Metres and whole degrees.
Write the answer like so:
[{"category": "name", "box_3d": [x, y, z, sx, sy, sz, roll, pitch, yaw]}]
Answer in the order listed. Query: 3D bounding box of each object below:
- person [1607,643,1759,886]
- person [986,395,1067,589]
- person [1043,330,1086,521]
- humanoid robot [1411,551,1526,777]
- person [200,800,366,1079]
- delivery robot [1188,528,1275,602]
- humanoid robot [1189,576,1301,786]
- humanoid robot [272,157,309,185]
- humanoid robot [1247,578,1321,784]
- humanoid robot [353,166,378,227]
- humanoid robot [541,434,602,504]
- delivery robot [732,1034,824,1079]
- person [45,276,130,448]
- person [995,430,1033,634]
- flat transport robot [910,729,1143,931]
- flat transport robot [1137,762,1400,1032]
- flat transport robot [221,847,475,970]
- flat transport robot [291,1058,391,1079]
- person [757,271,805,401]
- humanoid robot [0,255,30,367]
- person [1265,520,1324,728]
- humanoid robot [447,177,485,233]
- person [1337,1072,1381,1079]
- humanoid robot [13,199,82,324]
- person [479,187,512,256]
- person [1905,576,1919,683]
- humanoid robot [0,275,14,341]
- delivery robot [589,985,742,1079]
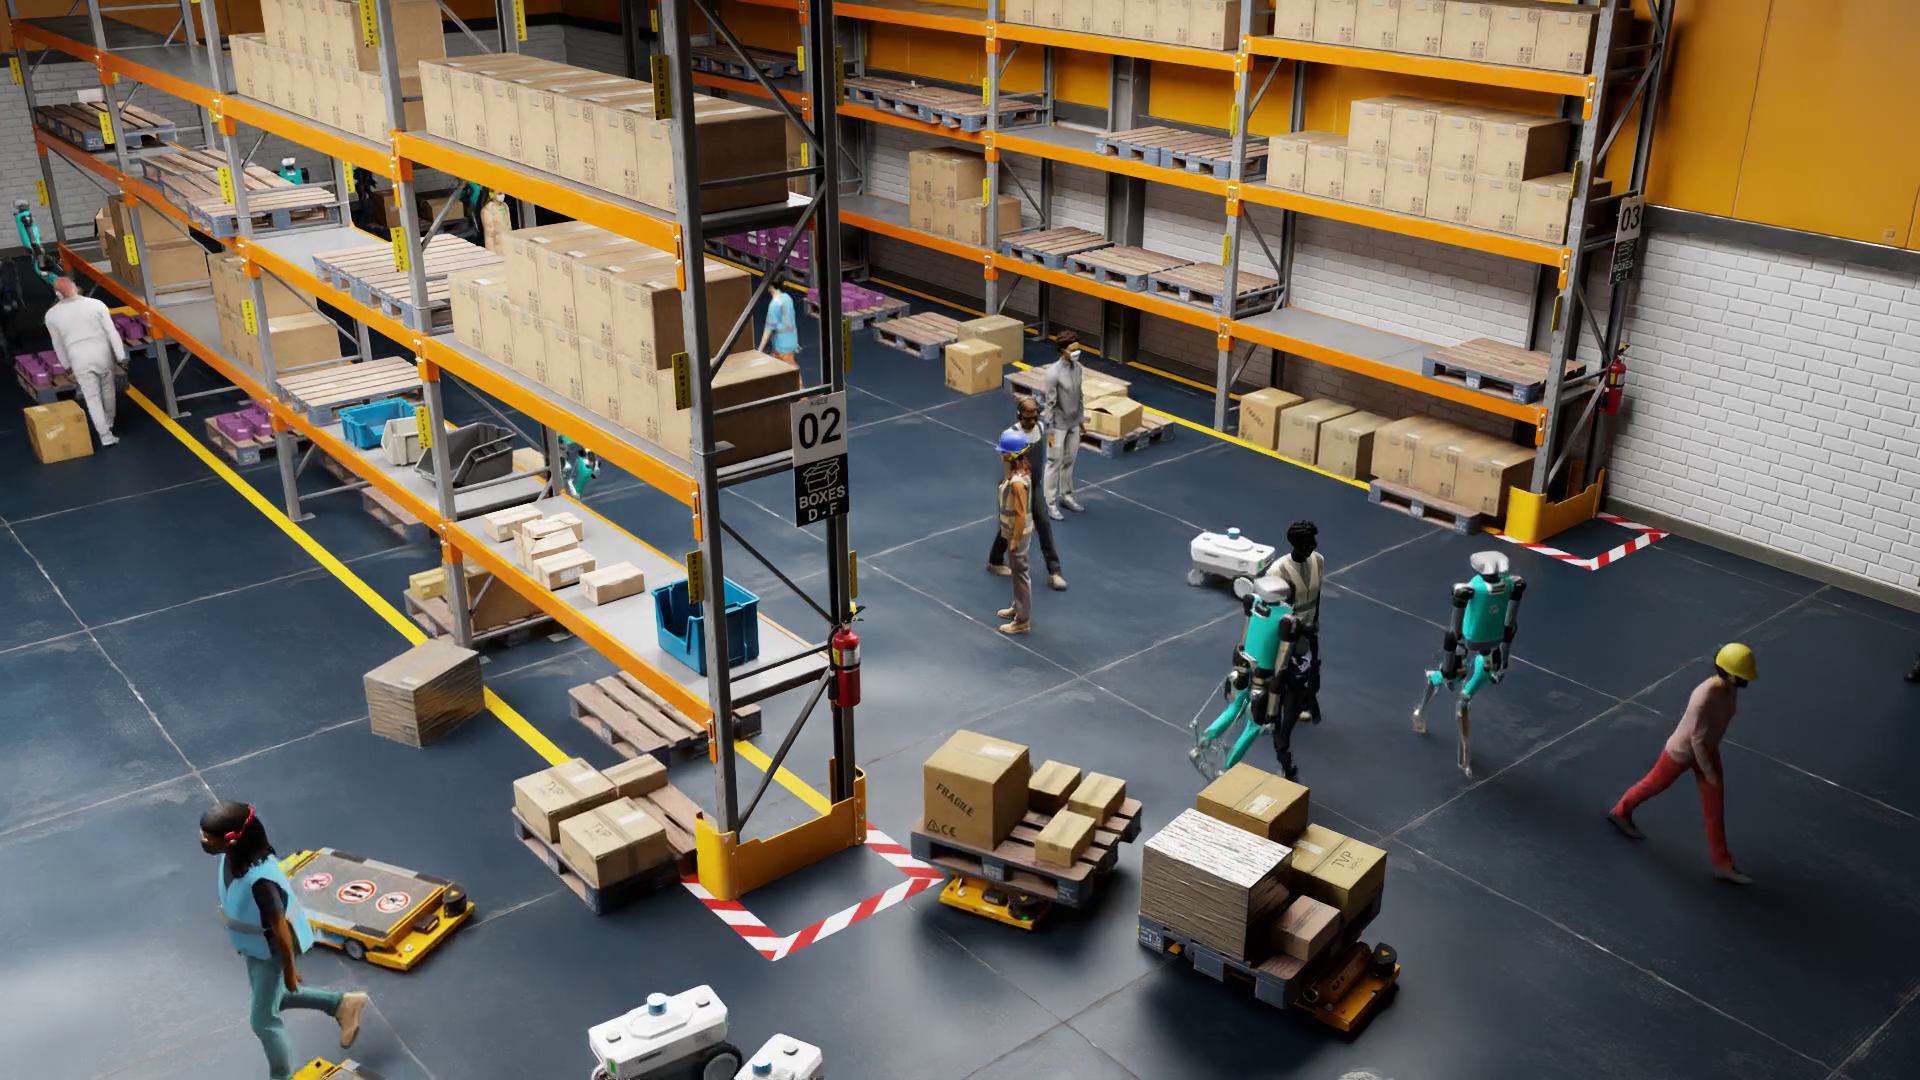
[{"category": "person", "box_3d": [4.715, 1.352, 10.727, 0.510, 1.681, 1.027, -14, 27, -29]}, {"category": "person", "box_3d": [0.572, -0.441, 14.751, 0.506, 1.794, 0.854, -21, 31, -39]}, {"category": "person", "box_3d": [0.997, -1.141, 16.241, 0.386, 1.891, 0.550, 21, 31, 40]}, {"category": "humanoid robot", "box_3d": [3.558, 0.778, 12.012, 0.546, 1.772, 0.948, -6, 24, -13]}, {"category": "person", "box_3d": [-3.578, 2.114, 8.765, 0.560, 1.838, 0.734, 21, 31, 40]}, {"category": "delivery robot", "box_3d": [2.437, 0.178, 14.838, 0.747, 0.568, 0.499, 14, 27, 30]}, {"category": "humanoid robot", "box_3d": [1.828, 1.148, 11.196, 0.751, 1.826, 0.530, -11, 26, -23]}, {"category": "humanoid robot", "box_3d": [-10.168, -4.986, 25.359, 0.532, 1.781, 0.848, -13, 27, -28]}, {"category": "humanoid robot", "box_3d": [2.285, 0.996, 11.570, 0.596, 1.634, 0.439, 18, 29, 35]}, {"category": "humanoid robot", "box_3d": [-10.018, -6.012, 27.799, 0.472, 1.646, 0.603, -1, 23, -1]}, {"category": "humanoid robot", "box_3d": [-3.705, -0.768, 15.624, 0.542, 1.764, 1.028, -18, 29, -36]}, {"category": "delivery robot", "box_3d": [-1.000, 2.899, 8.563, 0.499, 0.589, 0.782, 12, 26, 25]}, {"category": "person", "box_3d": [-9.550, -1.990, 18.272, 0.712, 1.841, 0.971, -13, 27, -27]}, {"category": "person", "box_3d": [0.449, -0.070, 13.900, 0.323, 1.776, 0.475, 0, 23, 1]}, {"category": "flat transport robot", "box_3d": [0.486, 2.035, 10.931, 0.659, 0.231, 1.431, 12, 26, 25]}, {"category": "flat transport robot", "box_3d": [1.844, 2.435, 10.004, 1.431, 0.231, 0.659, 18, 29, 35]}, {"category": "flat transport robot", "box_3d": [-3.823, 2.272, 10.382, 1.431, 0.231, 0.659, 9, 25, 20]}, {"category": "flat transport robot", "box_3d": [-3.064, 3.082, 8.505, 1.431, 0.231, 0.659, 13, 27, 28]}, {"category": "person", "box_3d": [-2.095, -2.196, 18.891, 0.822, 1.730, 0.493, 3, 24, 8]}, {"category": "humanoid robot", "box_3d": [-12.116, -3.040, 20.982, 0.610, 1.653, 0.738, -14, 27, -29]}, {"category": "person", "box_3d": [2.473, 0.624, 12.408, 0.531, 1.690, 0.322, -15, 27, -30]}, {"category": "humanoid robot", "box_3d": [-8.176, -5.841, 27.425, 0.731, 1.863, 0.536, 12, 26, 25]}, {"category": "person", "box_3d": [1.623, 2.953, 7.036, 0.460, 1.675, 0.450, -18, 29, -35]}, {"category": "humanoid robot", "box_3d": [-12.237, -3.748, 22.543, 0.775, 1.810, 0.533, -17, 28, -34]}, {"category": "person", "box_3d": [-6.336, -3.993, 22.865, 0.390, 1.875, 0.564, 8, 25, 18]}, {"category": "person", "box_3d": [7.779, 0.261, 12.959, 0.547, 1.924, 0.382, 19, 30, 37]}, {"category": "humanoid robot", "box_3d": [-12.722, -3.347, 21.630, 0.601, 1.651, 0.381, 5, 24, 12]}, {"category": "delivery robot", "box_3d": [-1.600, 2.723, 8.998, 0.813, 0.610, 0.499, -15, 27, -30]}]
